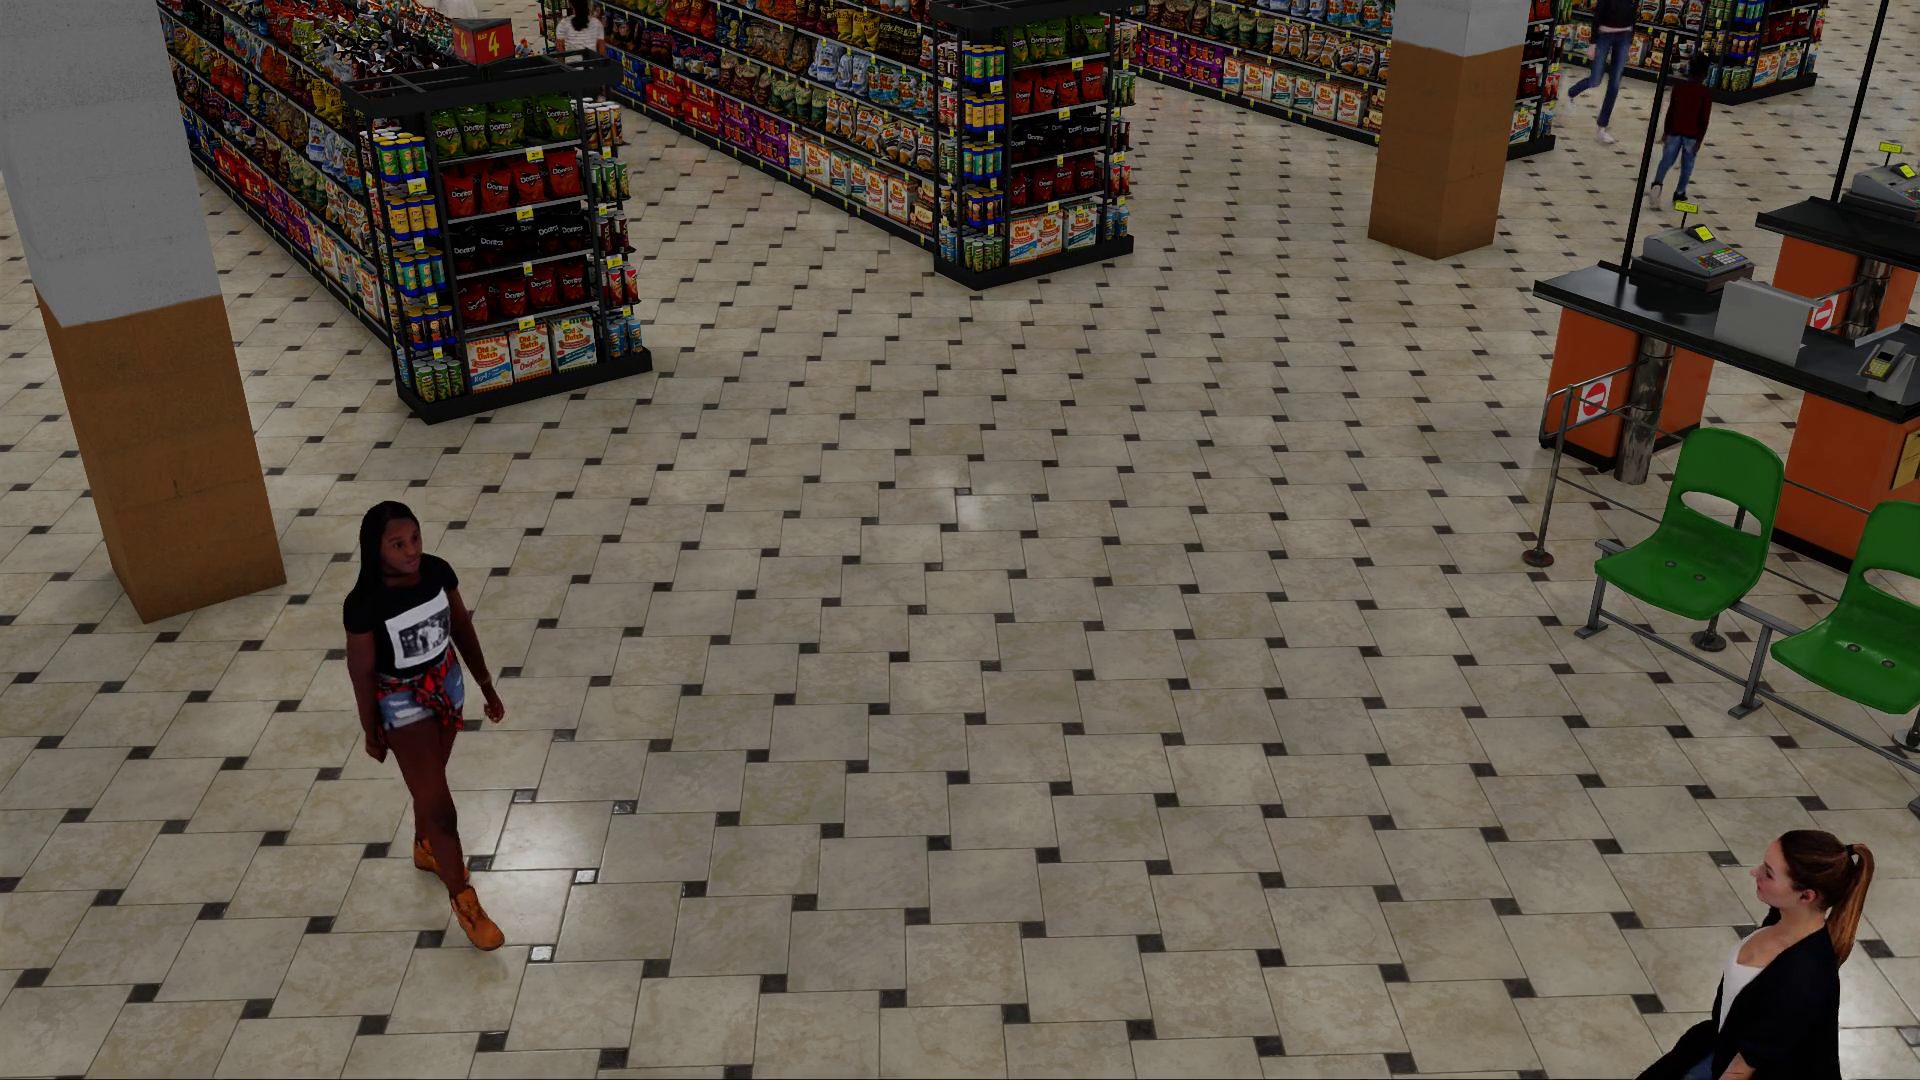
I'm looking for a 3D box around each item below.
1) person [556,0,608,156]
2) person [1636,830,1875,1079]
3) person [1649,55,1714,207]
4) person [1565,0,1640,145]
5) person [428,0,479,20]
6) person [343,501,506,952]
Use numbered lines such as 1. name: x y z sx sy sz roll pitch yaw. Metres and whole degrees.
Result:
1. person: -3.261 -3.975 14.555 0.575 1.593 1.105 -18 33 -29
2. person: 2.241 1.499 4.450 0.868 1.669 0.806 8 30 15
3. person: 5.998 -3.379 13.825 0.763 1.246 0.703 20 34 32
4. person: 6.064 -4.661 15.627 0.863 1.771 1.104 -4 29 -6
5. person: -4.920 -4.770 15.948 1.074 1.655 0.841 20 35 32
6. person: -2.022 0.601 6.062 1.009 1.701 0.834 15 32 25
